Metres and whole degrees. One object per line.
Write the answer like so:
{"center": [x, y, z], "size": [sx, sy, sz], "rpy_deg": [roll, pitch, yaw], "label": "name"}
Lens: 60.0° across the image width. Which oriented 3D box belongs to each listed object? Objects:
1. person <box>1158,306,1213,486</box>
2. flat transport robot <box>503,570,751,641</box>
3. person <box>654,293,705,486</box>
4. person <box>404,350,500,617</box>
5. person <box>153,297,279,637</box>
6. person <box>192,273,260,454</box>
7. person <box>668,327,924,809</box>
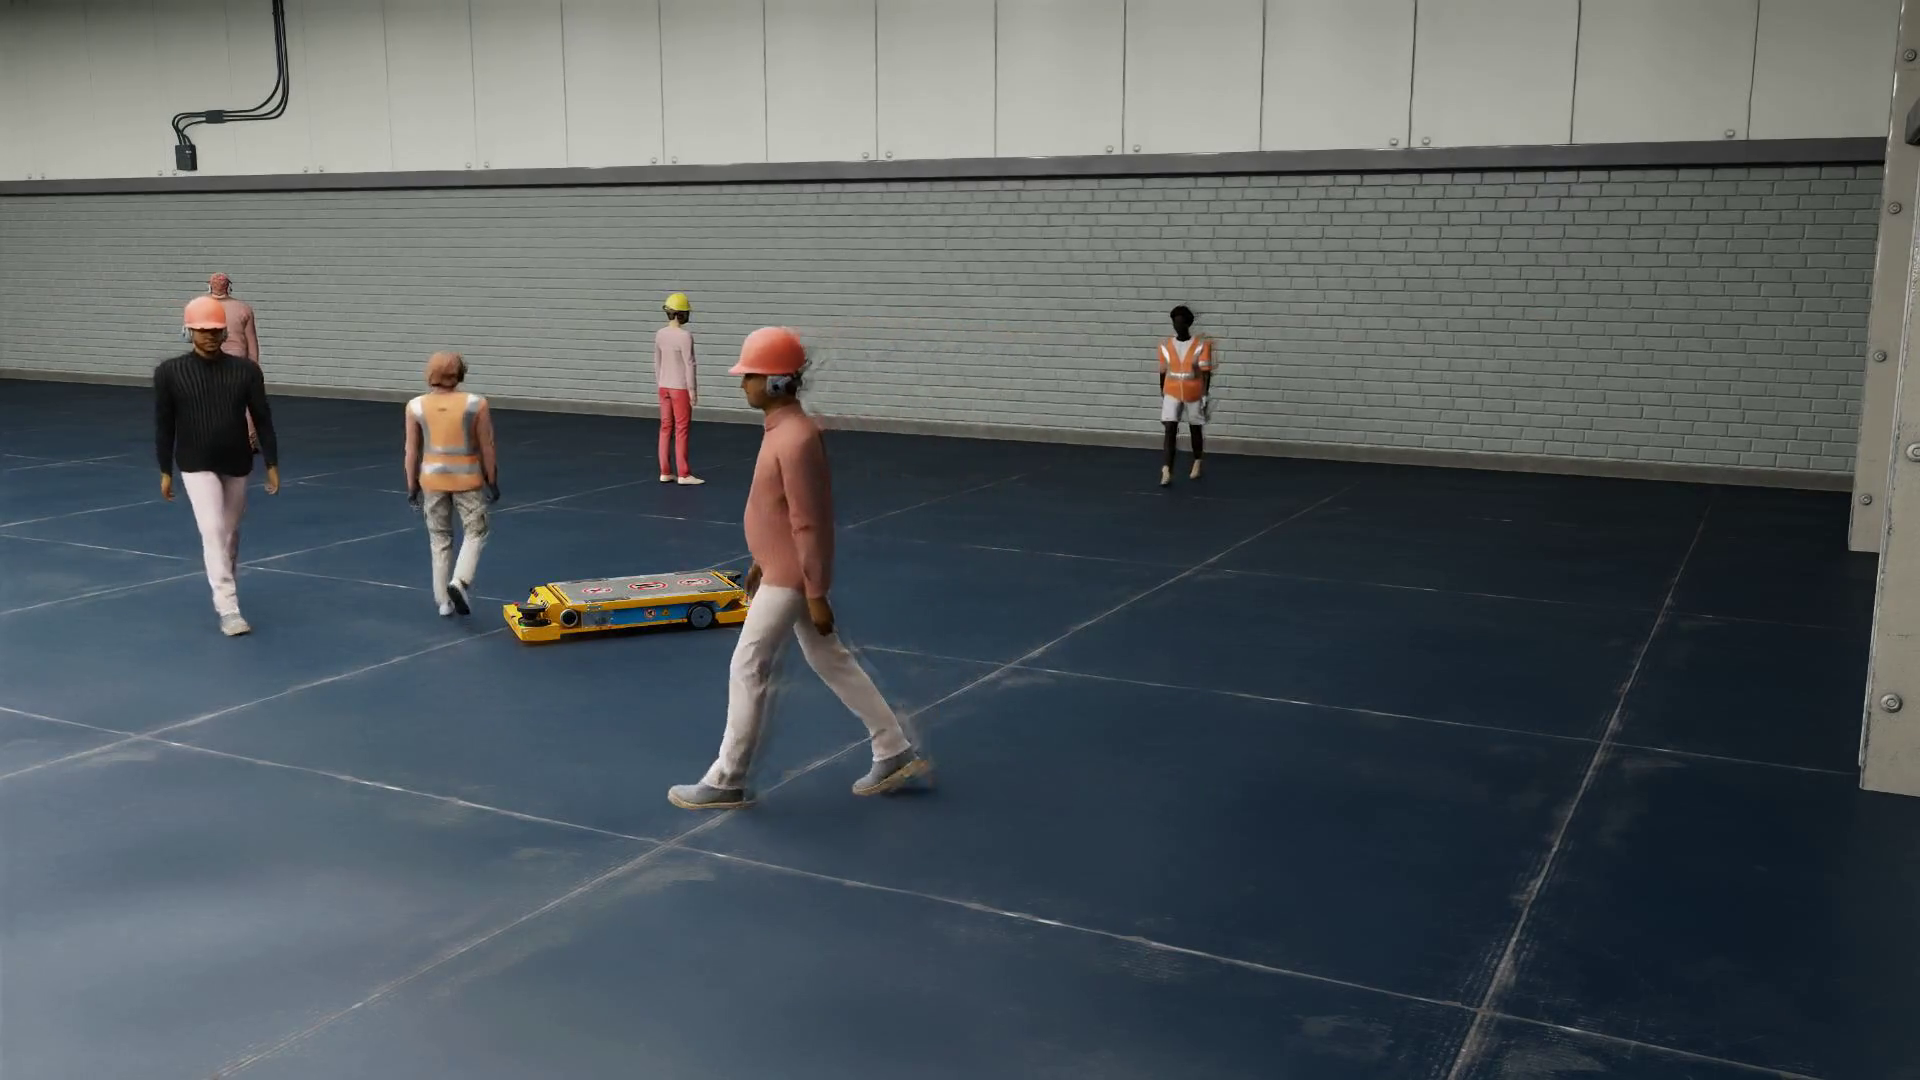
{"center": [2.095, -1.347, 15.460], "size": [0.534, 1.651, 0.867], "rpy_deg": [3, 11, 17], "label": "person"}
{"center": [-1.926, 0.372, 9.846], "size": [1.431, 0.197, 0.652], "rpy_deg": [-5, 11, -23], "label": "flat transport robot"}
{"center": [-2.602, -1.388, 15.360], "size": [0.527, 1.767, 0.331], "rpy_deg": [10, 14, 42], "label": "person"}
{"center": [-3.032, -0.312, 9.872], "size": [0.560, 1.624, 0.484], "rpy_deg": [0, 10, -3], "label": "person"}
{"center": [-4.384, -0.461, 9.834], "size": [0.633, 1.947, 1.016], "rpy_deg": [-8, 13, -36], "label": "person"}
{"center": [-7.644, -1.820, 17.334], "size": [0.641, 1.909, 0.409], "rpy_deg": [-4, 11, -22], "label": "person"}
{"center": [-0.633, 0.120, 6.669], "size": [1.024, 1.952, 0.607], "rpy_deg": [-1, 10, -3], "label": "person"}
